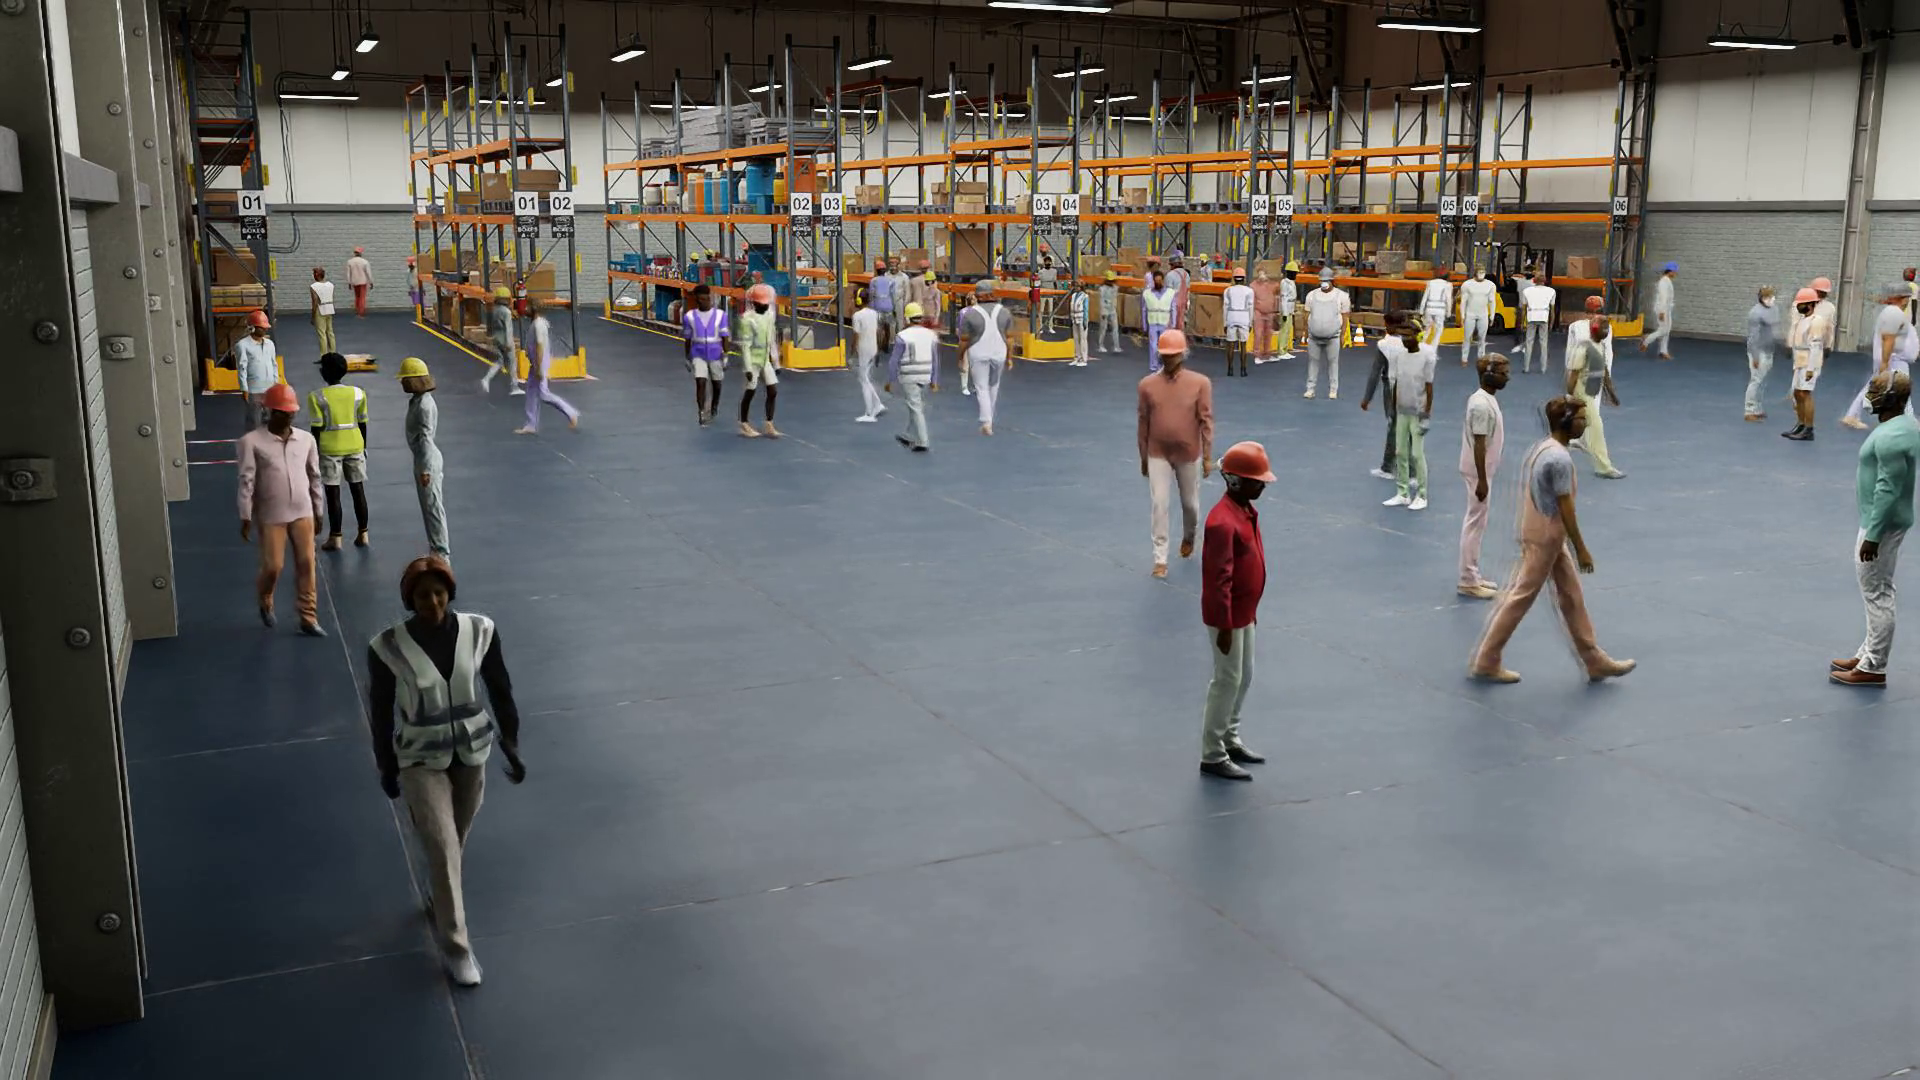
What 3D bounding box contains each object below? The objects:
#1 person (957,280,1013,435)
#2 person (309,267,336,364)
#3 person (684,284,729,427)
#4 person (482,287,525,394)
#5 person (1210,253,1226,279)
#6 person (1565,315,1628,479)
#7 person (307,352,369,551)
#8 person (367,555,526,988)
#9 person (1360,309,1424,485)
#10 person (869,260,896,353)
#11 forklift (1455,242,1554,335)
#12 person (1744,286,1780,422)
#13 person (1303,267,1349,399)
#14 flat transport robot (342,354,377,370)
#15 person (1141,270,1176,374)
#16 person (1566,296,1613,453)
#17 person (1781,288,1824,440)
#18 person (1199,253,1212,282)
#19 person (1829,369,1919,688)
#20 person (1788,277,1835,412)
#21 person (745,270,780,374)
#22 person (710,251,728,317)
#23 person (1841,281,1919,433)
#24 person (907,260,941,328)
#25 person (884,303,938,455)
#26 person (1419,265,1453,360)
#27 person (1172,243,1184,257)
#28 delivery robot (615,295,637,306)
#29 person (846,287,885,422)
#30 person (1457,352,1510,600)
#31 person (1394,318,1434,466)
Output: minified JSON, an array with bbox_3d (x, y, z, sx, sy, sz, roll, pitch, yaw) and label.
[{"bbox_3d":[0.289,-2.435,21.907,0.701,2.000,0.974,-4,12,-18],"label":"person"},{"bbox_3d":[-12.203,-4.299,31.874,0.389,1.846,0.567,4,12,19],"label":"person"},{"bbox_3d":[-3.453,-2.532,22.703,0.618,1.922,0.858,-2,11,-8],"label":"person"},{"bbox_3d":[-7.259,-3.146,26.327,0.496,1.723,0.633,9,14,38],"label":"person"},{"bbox_3d":[7.472,-7.492,48.425,0.577,1.719,0.583,-5,12,-22],"label":"person"},{"bbox_3d":[6.843,-1.581,18.239,1.002,1.793,0.556,8,14,35],"label":"person"},{"bbox_3d":[-5.320,-0.760,14.259,0.316,1.700,0.541,10,15,42],"label":"person"},{"bbox_3d":[-2.005,0.829,6.447,0.518,1.599,0.849,-8,14,-35],"label":"person"},{"bbox_3d":[4.680,-1.524,17.739,0.588,1.867,0.919,-6,13,-29],"label":"person"},{"bbox_3d":[-1.575,-4.772,34.110,0.561,1.914,0.584,-2,11,-10],"label":"person"},{"bbox_3d":[13.047,-6.049,39.881,2.313,2.155,1.214,-5,12,-23],"label":"forklift"},{"bbox_3d":[11.122,-2.571,23.020,0.843,1.895,0.359,-10,15,-42],"label":"person"},{"bbox_3d":[5.668,-3.217,25.879,0.688,2.000,0.539,5,12,22],"label":"person"},{"bbox_3d":[-11.276,-3.318,30.904,0.652,0.197,1.431,-6,12,-26],"label":"flat transport robot"},{"bbox_3d":[3.436,-3.733,28.858,0.606,1.899,0.553,0,11,2],"label":"person"},{"bbox_3d":[7.596,-2.000,20.095,0.337,1.882,0.584,-8,14,-37],"label":"person"},{"bbox_3d":[10.745,-2.234,21.191,0.390,1.922,0.554,1,11,7],"label":"person"},{"bbox_3d":[6.300,-6.505,43.122,0.404,1.830,0.601,-4,12,-20],"label":"person"},{"bbox_3d":[5.595,-0.068,10.138,0.368,1.939,0.632,6,13,30],"label":"person"},{"bbox_3d":[12.272,-2.818,24.038,0.664,1.968,0.625,0,11,-2],"label":"person"},{"bbox_3d":[-3.552,-3.908,29.860,0.651,1.862,0.986,-7,13,-31],"label":"person"},{"bbox_3d":[-6.246,-6.564,43.291,0.585,1.882,0.337,1,11,3],"label":"person"},{"bbox_3d":[12.266,-2.442,21.940,1.028,2.000,0.697,5,12,23],"label":"person"},{"bbox_3d":[-0.719,-4.560,32.972,0.659,1.942,0.907,5,12,23],"label":"person"},{"bbox_3d":[-0.625,-1.951,20.060,0.610,1.786,0.895,-9,15,-40],"label":"person"},{"bbox_3d":[9.322,-4.440,32.576,0.443,1.856,0.646,-10,15,-40],"label":"person"},{"bbox_3d":[7.578,-9.322,57.414,0.429,1.844,0.627,-6,13,-28],"label":"person"},{"bbox_3d":[-9.512,-6.746,47.363,0.477,0.478,0.707,4,12,19],"label":"delivery robot"},{"bbox_3d":[-1.315,-2.552,22.992,0.409,1.859,0.507,6,13,28],"label":"person"},{"bbox_3d":[3.925,-0.486,12.500,0.327,1.843,0.514,4,12,19],"label":"person"},{"bbox_3d":[5.126,-1.679,18.935,0.540,1.697,0.317,-1,11,-4],"label":"person"}]
